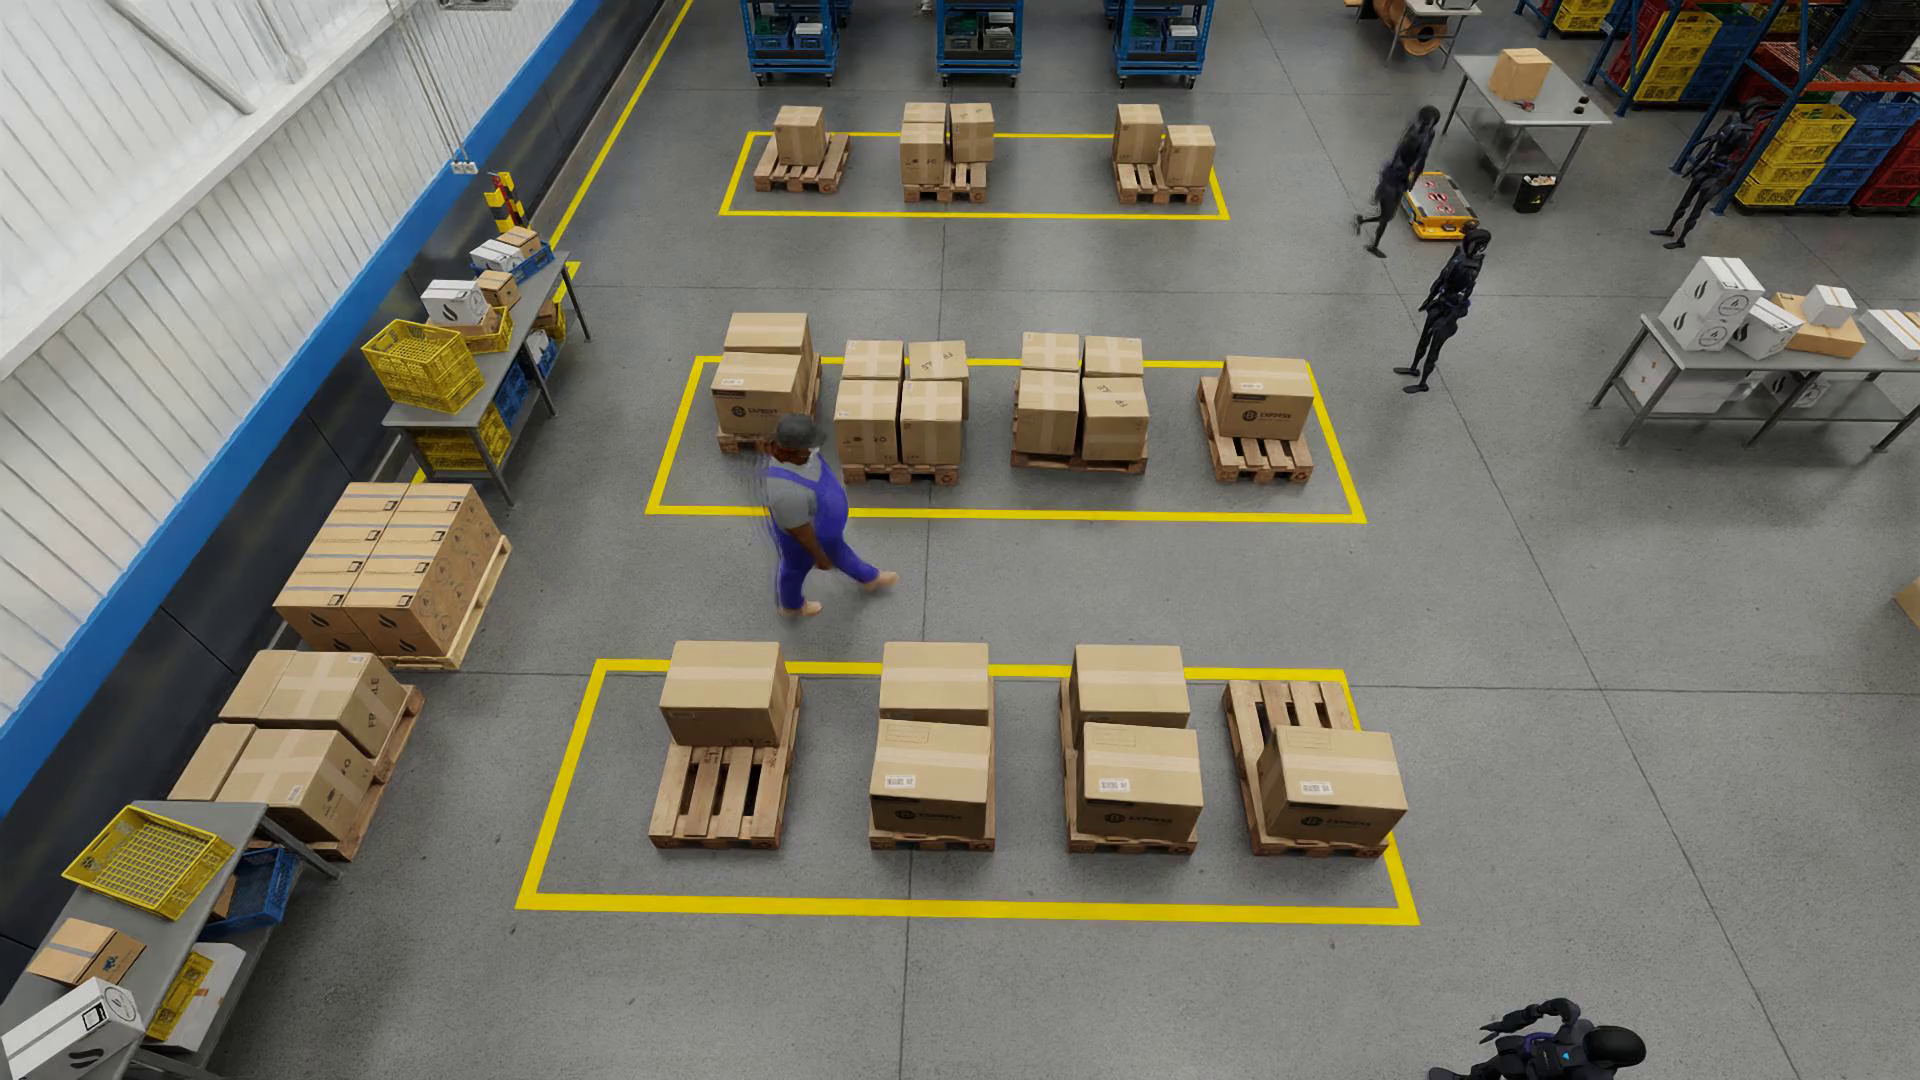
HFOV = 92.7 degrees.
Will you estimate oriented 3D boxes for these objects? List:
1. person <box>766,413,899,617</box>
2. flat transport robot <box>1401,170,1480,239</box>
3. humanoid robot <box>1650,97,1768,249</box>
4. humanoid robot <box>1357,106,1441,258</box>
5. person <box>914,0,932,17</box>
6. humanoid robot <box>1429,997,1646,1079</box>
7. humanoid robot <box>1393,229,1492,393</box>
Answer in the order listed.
[{"bbox_3d":[-0.943,-0.134,6.479,0.976,2.000,0.697,0,49,0],"label":"person"},{"bbox_3d":[5.692,-4.094,11.059,0.652,0.197,1.431,1,49,1],"label":"flat transport robot"},{"bbox_3d":[8.249,-4.035,10.088,0.327,1.654,0.584,1,49,1],"label":"humanoid robot"},{"bbox_3d":[4.756,-3.967,10.037,0.616,1.630,0.543,-25,54,-20],"label":"humanoid robot"},{"bbox_3d":[-0.597,-9.414,14.616,0.357,1.882,0.572,1,49,1],"label":"person"},{"bbox_3d":[2.707,2.576,4.365,0.327,1.654,0.584,1,49,1],"label":"humanoid robot"},{"bbox_3d":[4.421,-2.097,8.410,0.327,1.654,0.584,1,49,1],"label":"humanoid robot"}]
